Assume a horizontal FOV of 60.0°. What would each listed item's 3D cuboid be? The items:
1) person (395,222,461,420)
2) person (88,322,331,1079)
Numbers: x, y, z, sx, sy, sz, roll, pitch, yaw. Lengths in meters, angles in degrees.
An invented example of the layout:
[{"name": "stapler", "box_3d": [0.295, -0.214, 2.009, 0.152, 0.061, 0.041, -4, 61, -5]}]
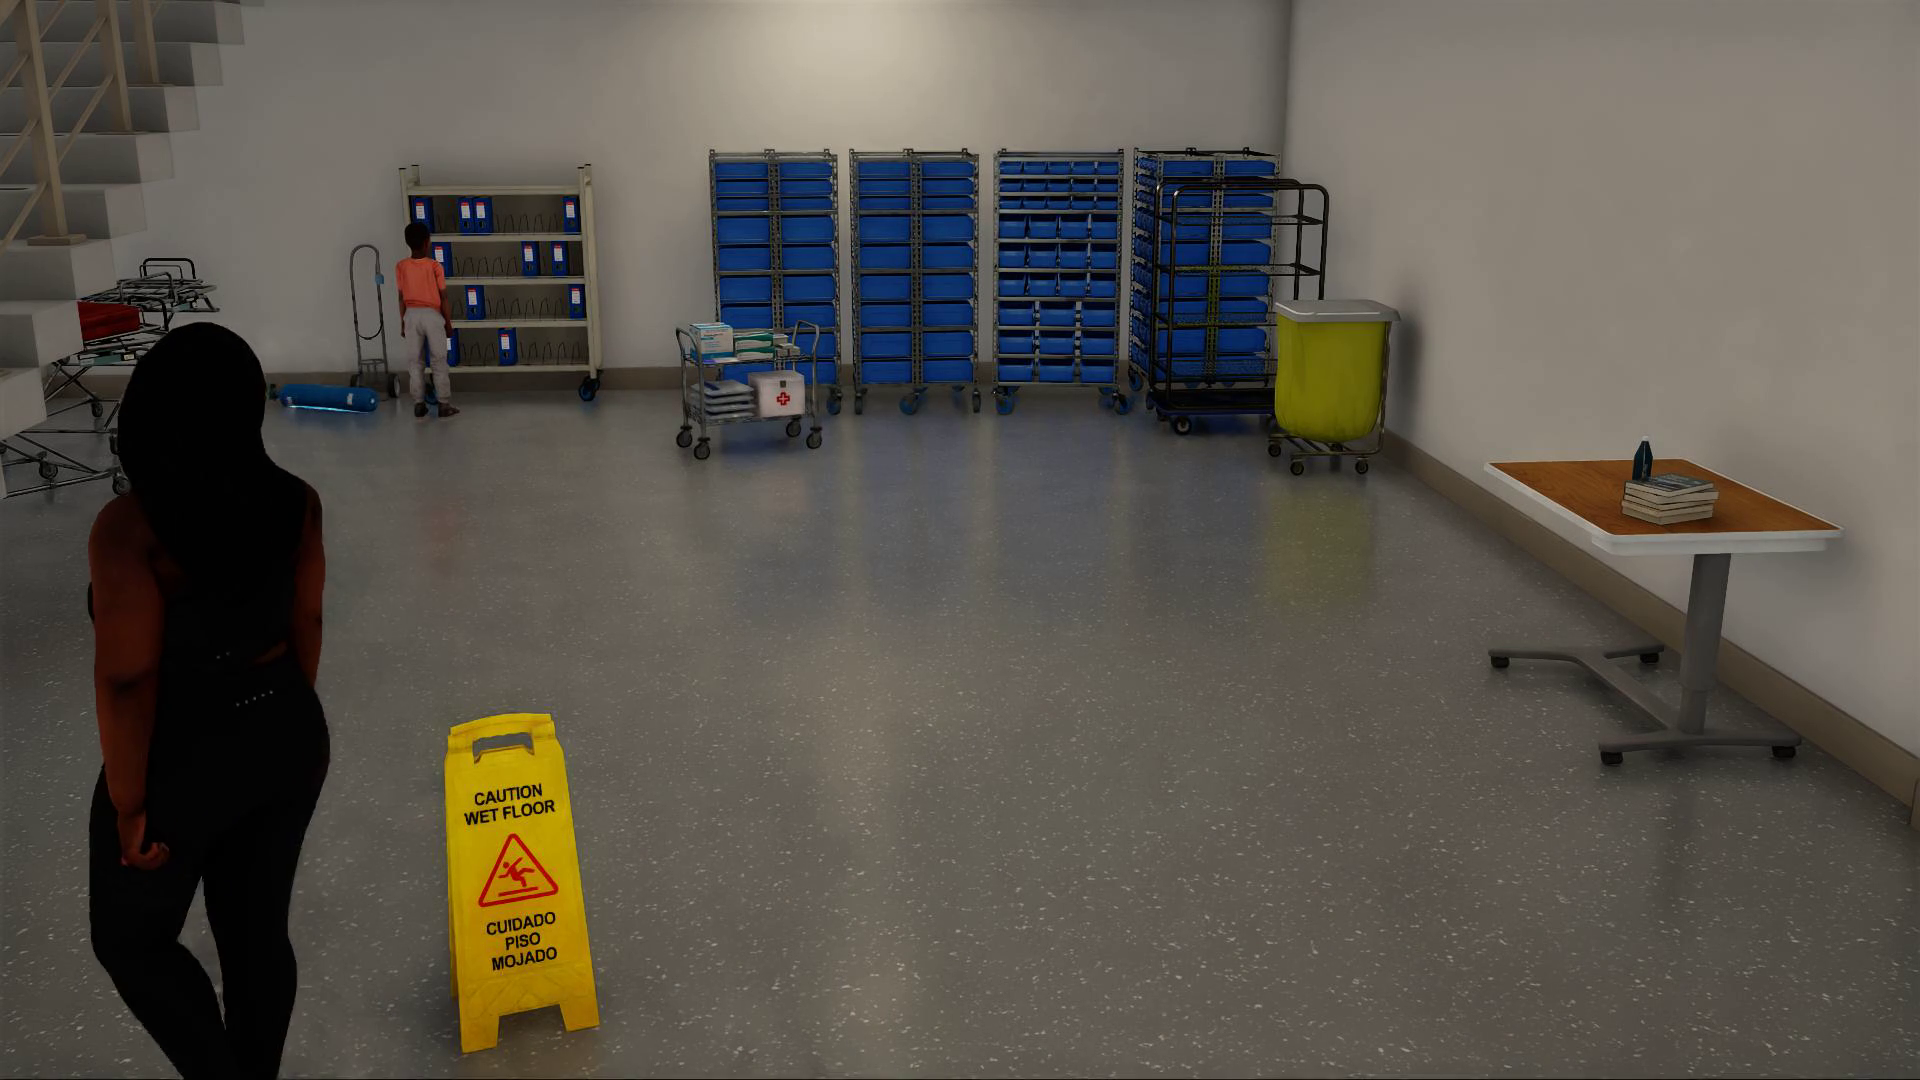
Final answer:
[{"name": "person", "box_3d": [-3.592, -1.470, 11.152, 0.504, 1.310, 0.477, 0, 16, -1]}, {"name": "person", "box_3d": [-1.424, 0.484, 3.334, 0.896, 1.791, 0.835, 10, 19, 32]}]
